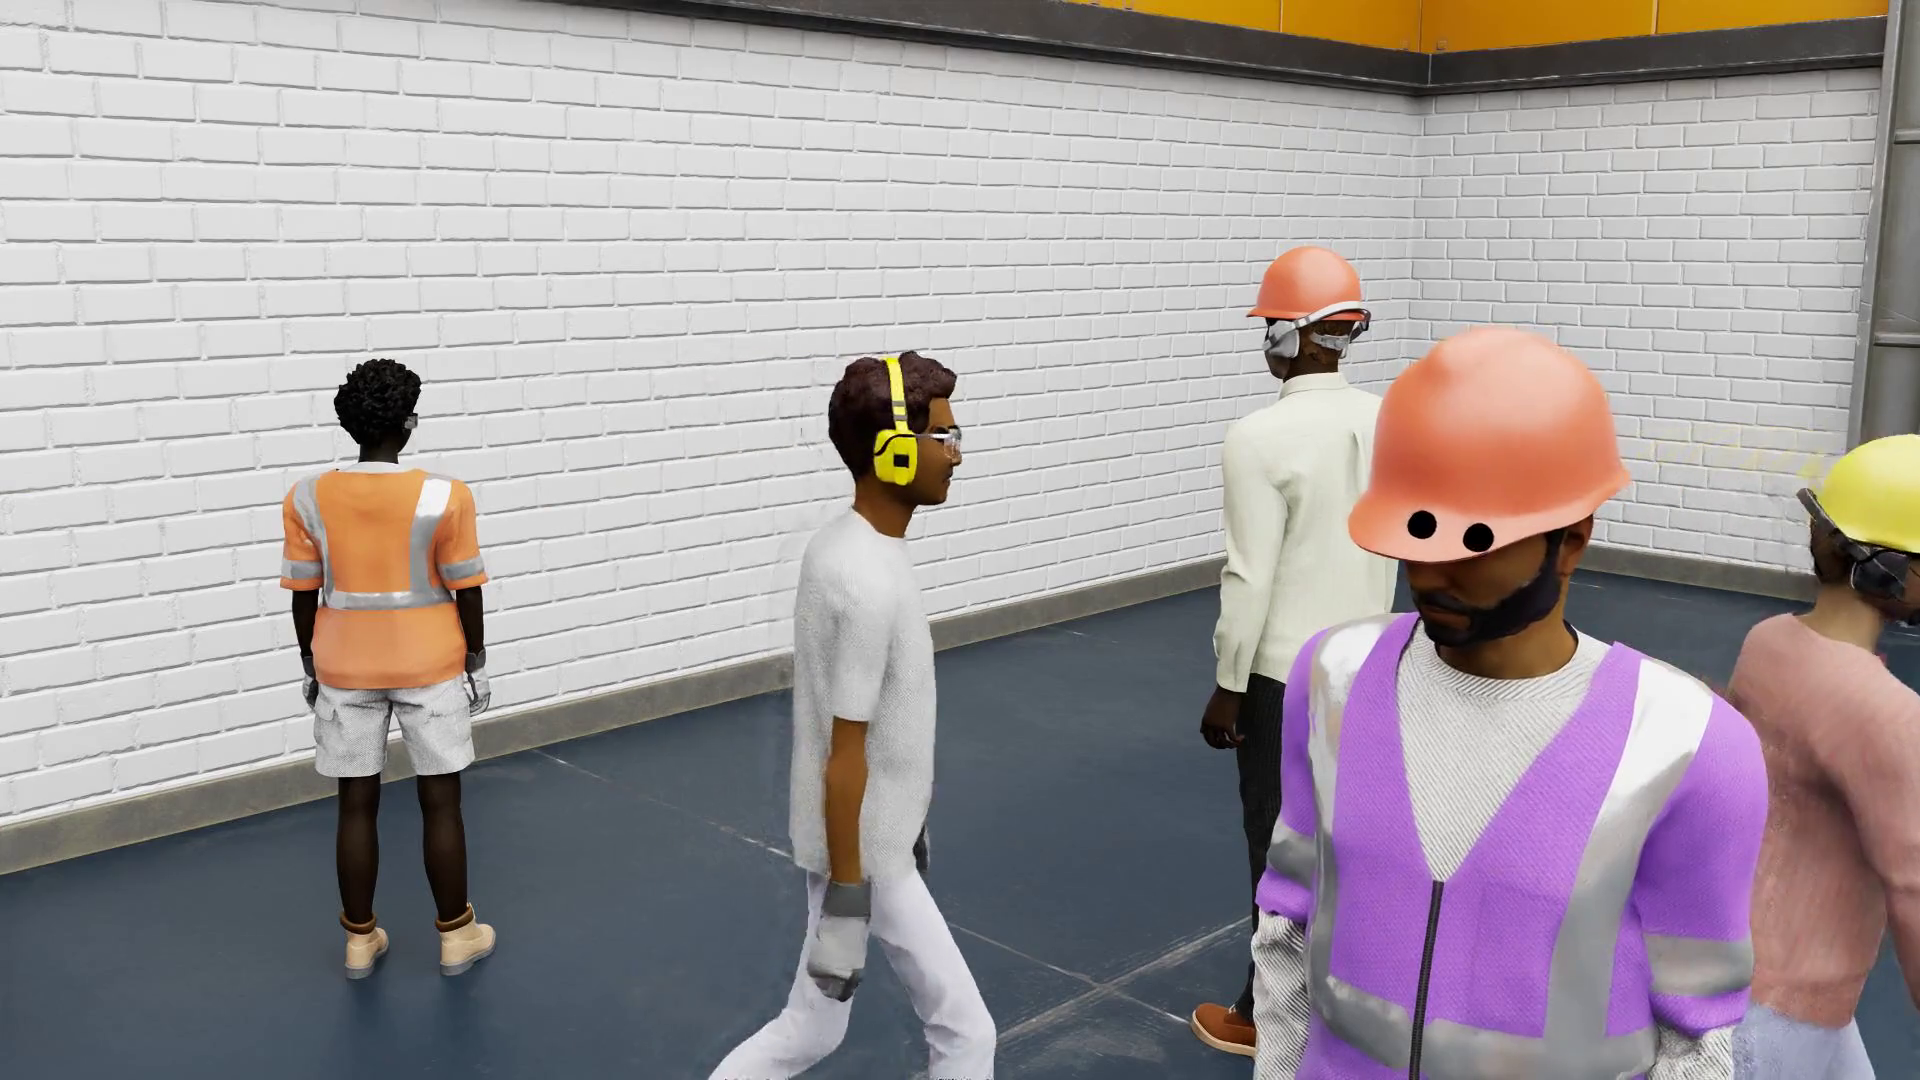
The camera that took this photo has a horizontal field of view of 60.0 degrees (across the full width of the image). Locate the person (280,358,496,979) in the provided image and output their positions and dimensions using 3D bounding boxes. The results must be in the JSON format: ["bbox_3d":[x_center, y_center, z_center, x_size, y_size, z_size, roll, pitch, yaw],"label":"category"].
[{"bbox_3d":[-1.541,0.358,4.528,0.540,1.695,0.317,0,10,-2],"label":"person"}]

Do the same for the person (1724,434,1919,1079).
[{"bbox_3d":[1.419,0.692,2.644,0.925,1.718,0.521,2,11,11],"label":"person"}]

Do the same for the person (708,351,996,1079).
[{"bbox_3d":[-0.235,0.562,3.082,0.940,1.833,0.529,-2,11,-10],"label":"person"}]

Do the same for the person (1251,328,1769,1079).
[{"bbox_3d":[0.553,0.733,1.857,0.542,1.928,0.374,8,13,37],"label":"person"}]

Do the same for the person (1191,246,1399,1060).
[{"bbox_3d":[0.833,0.292,4.080,0.612,1.995,0.382,-8,13,-39],"label":"person"}]
